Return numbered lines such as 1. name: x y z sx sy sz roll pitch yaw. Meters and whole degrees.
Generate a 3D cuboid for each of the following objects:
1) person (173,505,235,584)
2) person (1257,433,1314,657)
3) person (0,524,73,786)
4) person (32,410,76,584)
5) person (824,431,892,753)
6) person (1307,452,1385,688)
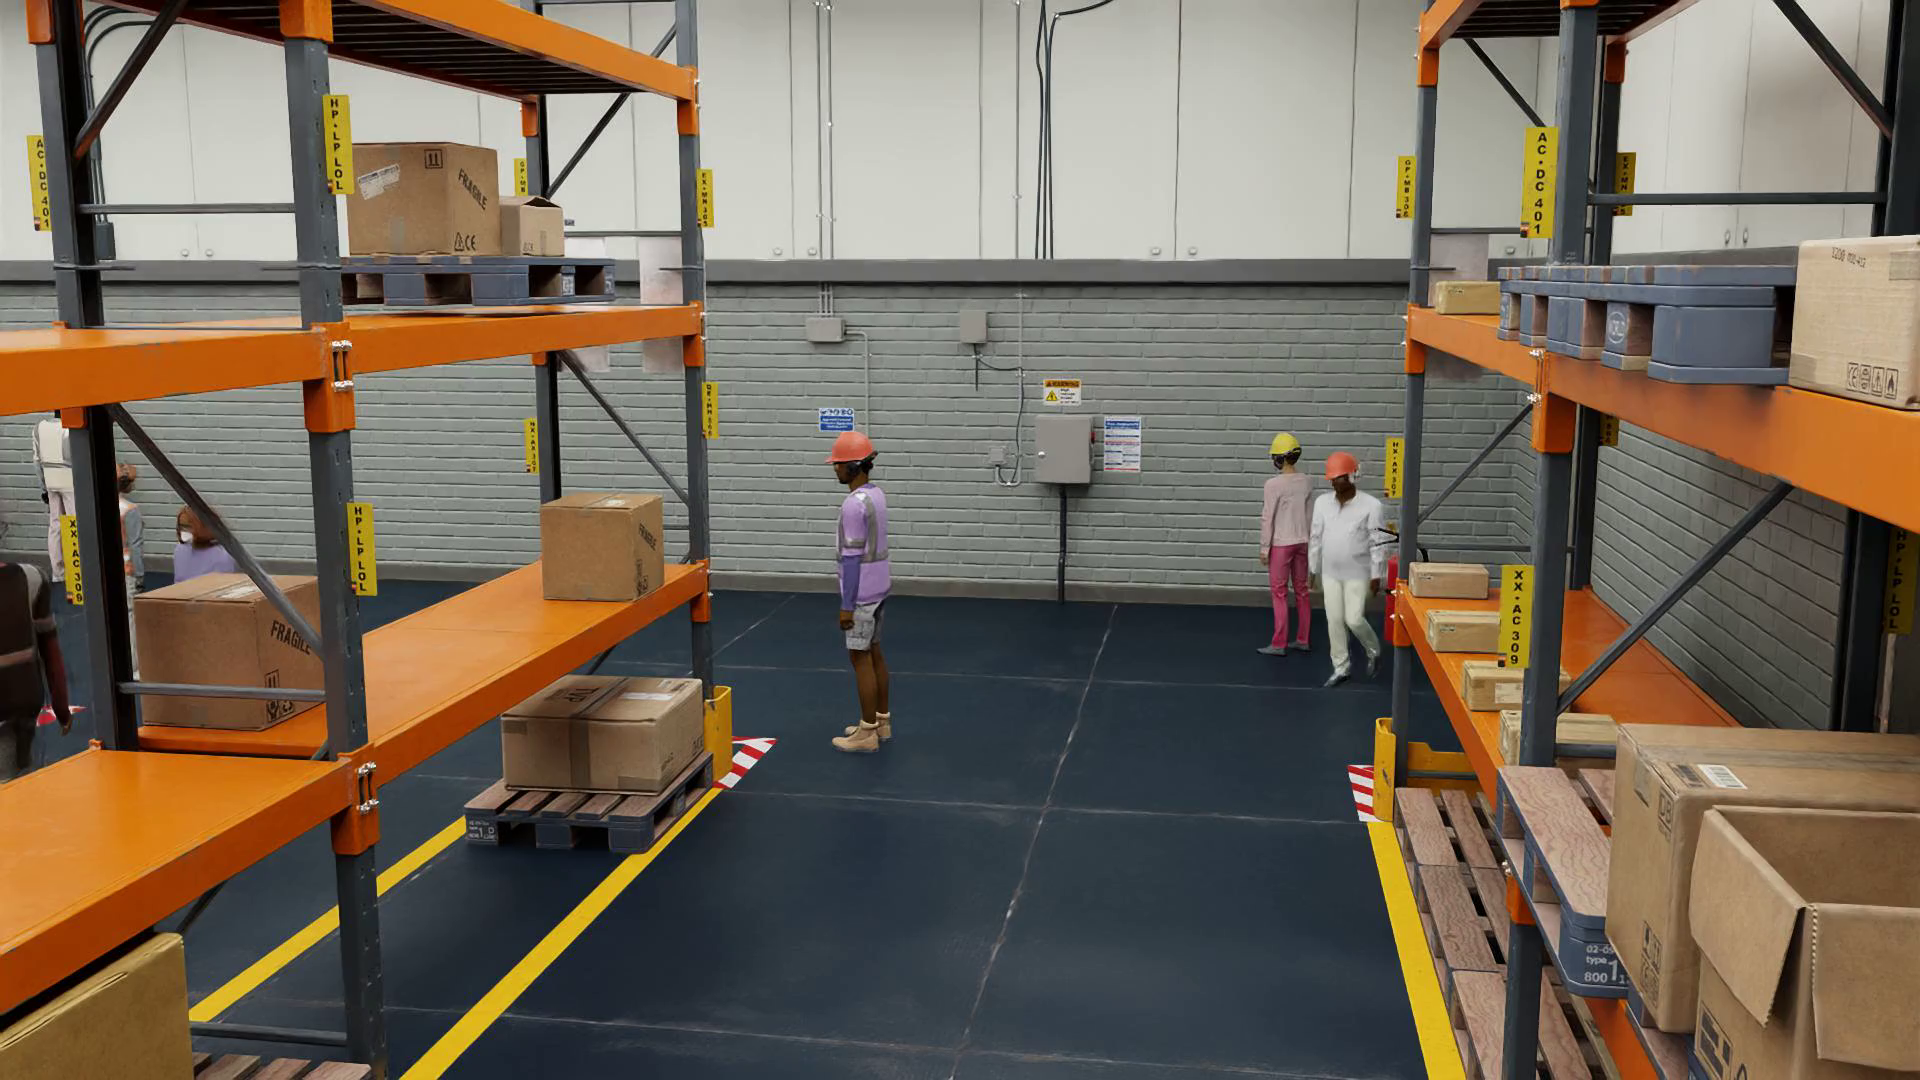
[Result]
1. person: -4.669 0.573 10.238 0.530 1.621 0.333 4 10 25
2. person: 2.568 0.037 13.154 0.523 1.758 0.351 -7 11 -35
3. person: -4.587 0.777 7.768 0.965 2.008 0.649 4 10 22
4. person: -8.646 -0.526 16.101 0.592 1.922 0.379 2 10 15
5. person: -0.648 0.327 10.526 0.410 2.035 0.601 2 9 10
6. person: 2.832 0.213 12.145 0.570 1.727 0.441 8 12 40
